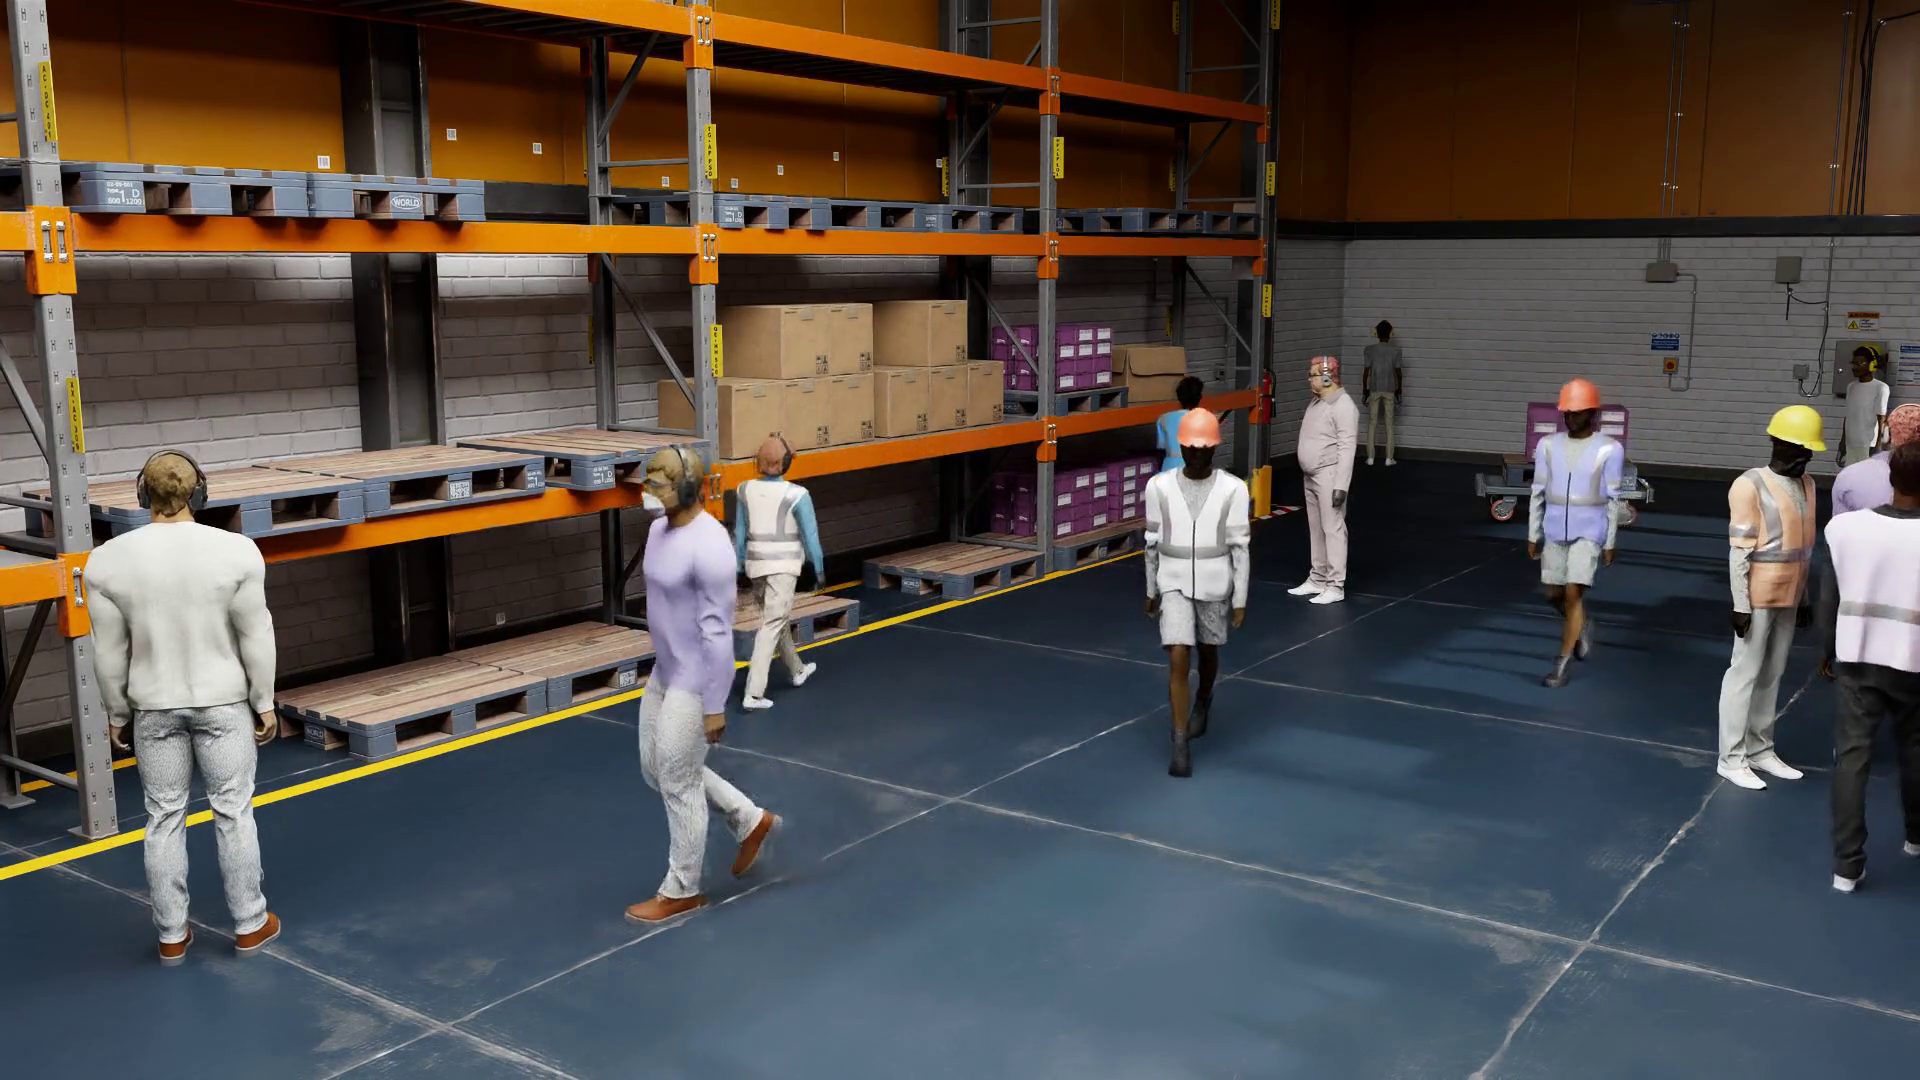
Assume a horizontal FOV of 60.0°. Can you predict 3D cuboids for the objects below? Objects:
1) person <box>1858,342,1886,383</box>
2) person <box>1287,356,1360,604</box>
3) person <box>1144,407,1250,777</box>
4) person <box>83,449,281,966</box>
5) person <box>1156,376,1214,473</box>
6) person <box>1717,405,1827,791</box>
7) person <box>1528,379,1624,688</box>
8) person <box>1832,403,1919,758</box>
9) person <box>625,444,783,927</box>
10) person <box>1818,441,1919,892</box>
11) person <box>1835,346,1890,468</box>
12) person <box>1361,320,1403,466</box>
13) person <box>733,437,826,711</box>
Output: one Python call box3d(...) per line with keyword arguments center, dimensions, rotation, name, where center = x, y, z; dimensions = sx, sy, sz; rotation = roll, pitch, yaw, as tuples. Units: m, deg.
box3d(center=(9.904, -1.289, 18.201), dimensions=(0.487, 1.744, 0.296), rotation=(-8, 12, -40), name="person")
box3d(center=(2.792, -0.461, 12.803), dimensions=(0.402, 1.904, 0.638), rotation=(-2, 10, -11), name="person")
box3d(center=(1.254, 0.221, 8.819), dimensions=(0.552, 1.890, 1.017), rotation=(2, 10, 10), name="person")
box3d(center=(-2.874, 0.626, 6.210), dimensions=(0.627, 1.941, 0.370), rotation=(-2, 10, -14), name="person")
box3d(center=(1.829, -0.497, 13.639), dimensions=(0.540, 1.686, 0.444), rotation=(7, 12, 36), name="person")
box3d(center=(4.078, 0.280, 8.332), dimensions=(0.585, 1.919, 0.380), rotation=(-6, 11, -31), name="person")
box3d(center=(3.866, -0.064, 10.427), dimensions=(0.549, 1.913, 0.786), rotation=(8, 12, 40), name="person")
box3d(center=(4.805, 0.251, 8.547), dimensions=(0.643, 1.909, 0.409), rotation=(6, 11, 30), name="person")
box3d(center=(-1.029, 0.564, 6.609), dimensions=(0.611, 1.924, 0.637), rotation=(-5, 11, -29), name="person")
box3d(center=(3.993, 0.509, 7.118), dimensions=(0.599, 1.871, 0.983), rotation=(8, 12, 38), name="person")
box3d(center=(8.160, -0.821, 15.076), dimensions=(0.316, 1.861, 0.514), rotation=(-2, 10, -10), name="person")
box3d(center=(5.426, -1.888, 21.378), dimensions=(0.514, 1.876, 0.328), rotation=(3, 10, 18), name="person")
box3d(center=(-1.065, 0.181, 9.881), dimensions=(0.541, 1.584, 0.878), rotation=(5, 11, 29), name="person")
